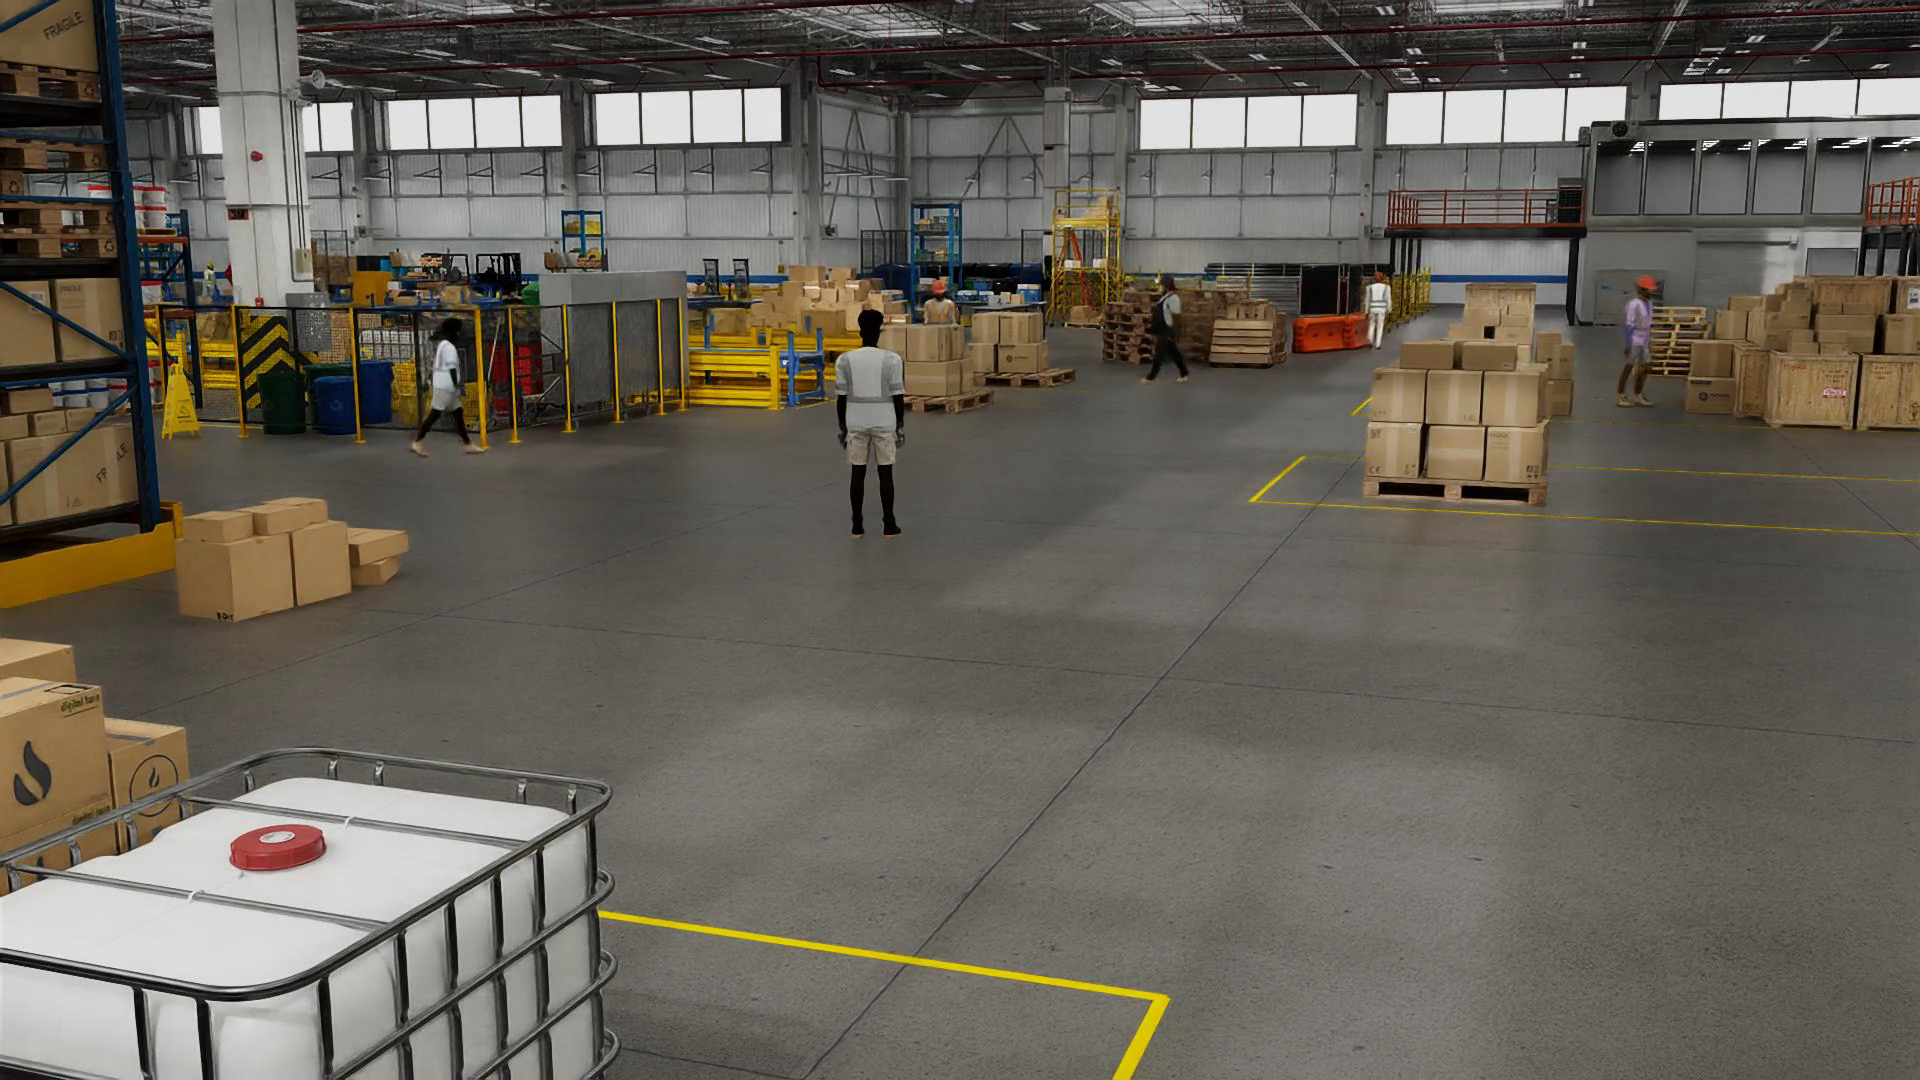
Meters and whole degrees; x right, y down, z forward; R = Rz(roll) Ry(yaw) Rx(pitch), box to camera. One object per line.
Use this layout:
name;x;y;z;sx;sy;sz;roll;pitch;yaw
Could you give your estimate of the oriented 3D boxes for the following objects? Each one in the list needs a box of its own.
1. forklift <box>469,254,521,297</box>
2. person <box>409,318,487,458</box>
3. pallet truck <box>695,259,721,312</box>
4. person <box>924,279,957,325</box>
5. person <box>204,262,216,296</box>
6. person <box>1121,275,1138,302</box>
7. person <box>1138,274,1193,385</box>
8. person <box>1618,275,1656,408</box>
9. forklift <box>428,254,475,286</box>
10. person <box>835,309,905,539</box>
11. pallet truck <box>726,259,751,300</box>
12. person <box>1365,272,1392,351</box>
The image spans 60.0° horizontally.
forklift;-17.990;-10.121;64.684;1.157;1.987;2.680;3;11;17
person;-6.141;-1.804;19.716;0.887;1.647;0.553;-4;11;-23
pallet truck;-9.165;-9.627;62.776;0.823;1.965;1.885;4;11;23
person;-0.331;-3.503;28.533;0.571;1.918;0.448;0;10;0
person;-29.365;-9.969;65.208;0.586;1.824;0.405;6;12;31
person;4.134;-5.698;41.361;0.783;1.732;0.544;-7;12;-35
person;3.746;-3.797;29.823;1.021;2.000;0.697;-1;10;-6
person;10.473;-3.048;25.635;0.620;2.039;0.401;-8;13;-38
forklift;-20.133;-10.254;65.465;1.157;1.987;2.680;3;11;19
person;-0.755;-0.980;14.164;0.602;1.966;0.368;1;10;8
pallet truck;-7.986;-9.493;62.019;0.823;1.965;1.885;3;11;17
person;9.972;-5.434;39.565;0.599;1.859;0.766;5;11;24
